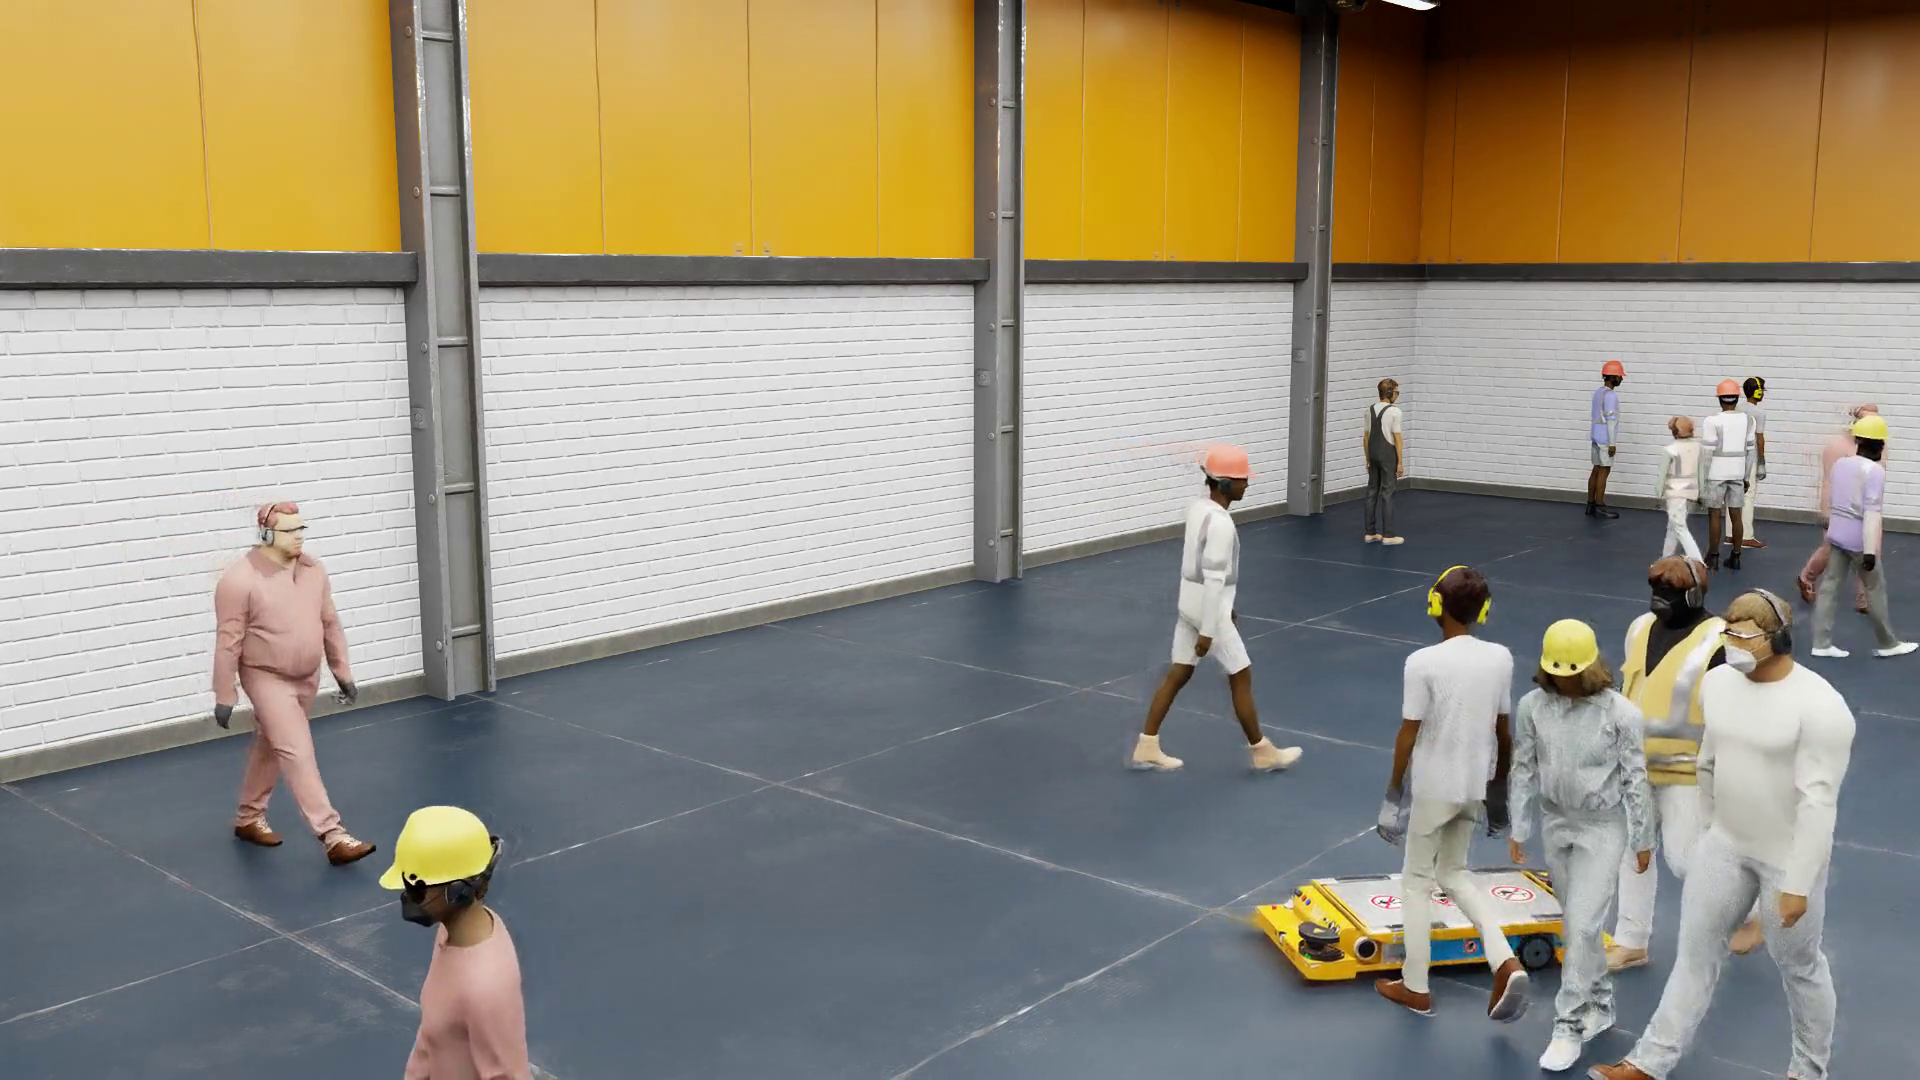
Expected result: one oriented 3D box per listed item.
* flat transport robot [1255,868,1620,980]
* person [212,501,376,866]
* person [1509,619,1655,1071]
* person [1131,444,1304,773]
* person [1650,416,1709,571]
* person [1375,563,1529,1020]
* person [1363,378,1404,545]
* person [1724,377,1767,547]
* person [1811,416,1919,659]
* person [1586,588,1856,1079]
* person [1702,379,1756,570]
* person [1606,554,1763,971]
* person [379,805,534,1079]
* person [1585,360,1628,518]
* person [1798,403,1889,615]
[{"bbox_3d":[2.101,1.679,7.357,1.431,0.197,0.652,-1,9,-9],"label":"flat transport robot"},{"bbox_3d":[-3.401,0.716,8.467,1.045,1.844,0.668,4,10,22],"label":"person"},{"bbox_3d":[2.314,1.130,6.310,0.725,1.689,0.505,-8,12,-39],"label":"person"},{"bbox_3d":[1.507,0.423,9.895,1.040,1.993,0.618,-2,9,-10],"label":"person"},{"bbox_3d":[7.137,-0.420,16.391,0.522,1.601,0.837,-3,10,-20],"label":"person"},{"bbox_3d":[1.950,1.024,6.572,0.556,1.844,0.603,-4,10,-24],"label":"person"},{"bbox_3d":[4.696,-0.865,18.424,0.343,1.839,0.506,-7,11,-36],"label":"person"},{"bbox_3d":[8.646,-0.855,18.262,0.334,1.873,0.521,-3,9,-16],"label":"person"},{"bbox_3d":[7.037,-0.009,12.853,0.871,1.893,0.612,-1,9,-8],"label":"person"},{"bbox_3d":[2.714,1.117,5.808,0.921,1.895,0.639,-4,10,-23],"label":"person"},{"bbox_3d":[7.724,-0.657,16.828,0.551,1.928,0.377,-1,9,-6],"label":"person"},{"bbox_3d":[3.089,0.952,7.081,0.697,1.821,0.633,-3,10,-19],"label":"person"},{"bbox_3d":[-1.235,1.479,4.094,0.918,1.720,0.543,-3,10,-19],"label":"person"},{"bbox_3d":[7.961,-1.238,20.454,0.375,1.935,0.550,0,9,1],"label":"person"},{"bbox_3d":[7.877,-0.292,14.760,0.654,1.873,0.917,-2,9,-12],"label":"person"}]
